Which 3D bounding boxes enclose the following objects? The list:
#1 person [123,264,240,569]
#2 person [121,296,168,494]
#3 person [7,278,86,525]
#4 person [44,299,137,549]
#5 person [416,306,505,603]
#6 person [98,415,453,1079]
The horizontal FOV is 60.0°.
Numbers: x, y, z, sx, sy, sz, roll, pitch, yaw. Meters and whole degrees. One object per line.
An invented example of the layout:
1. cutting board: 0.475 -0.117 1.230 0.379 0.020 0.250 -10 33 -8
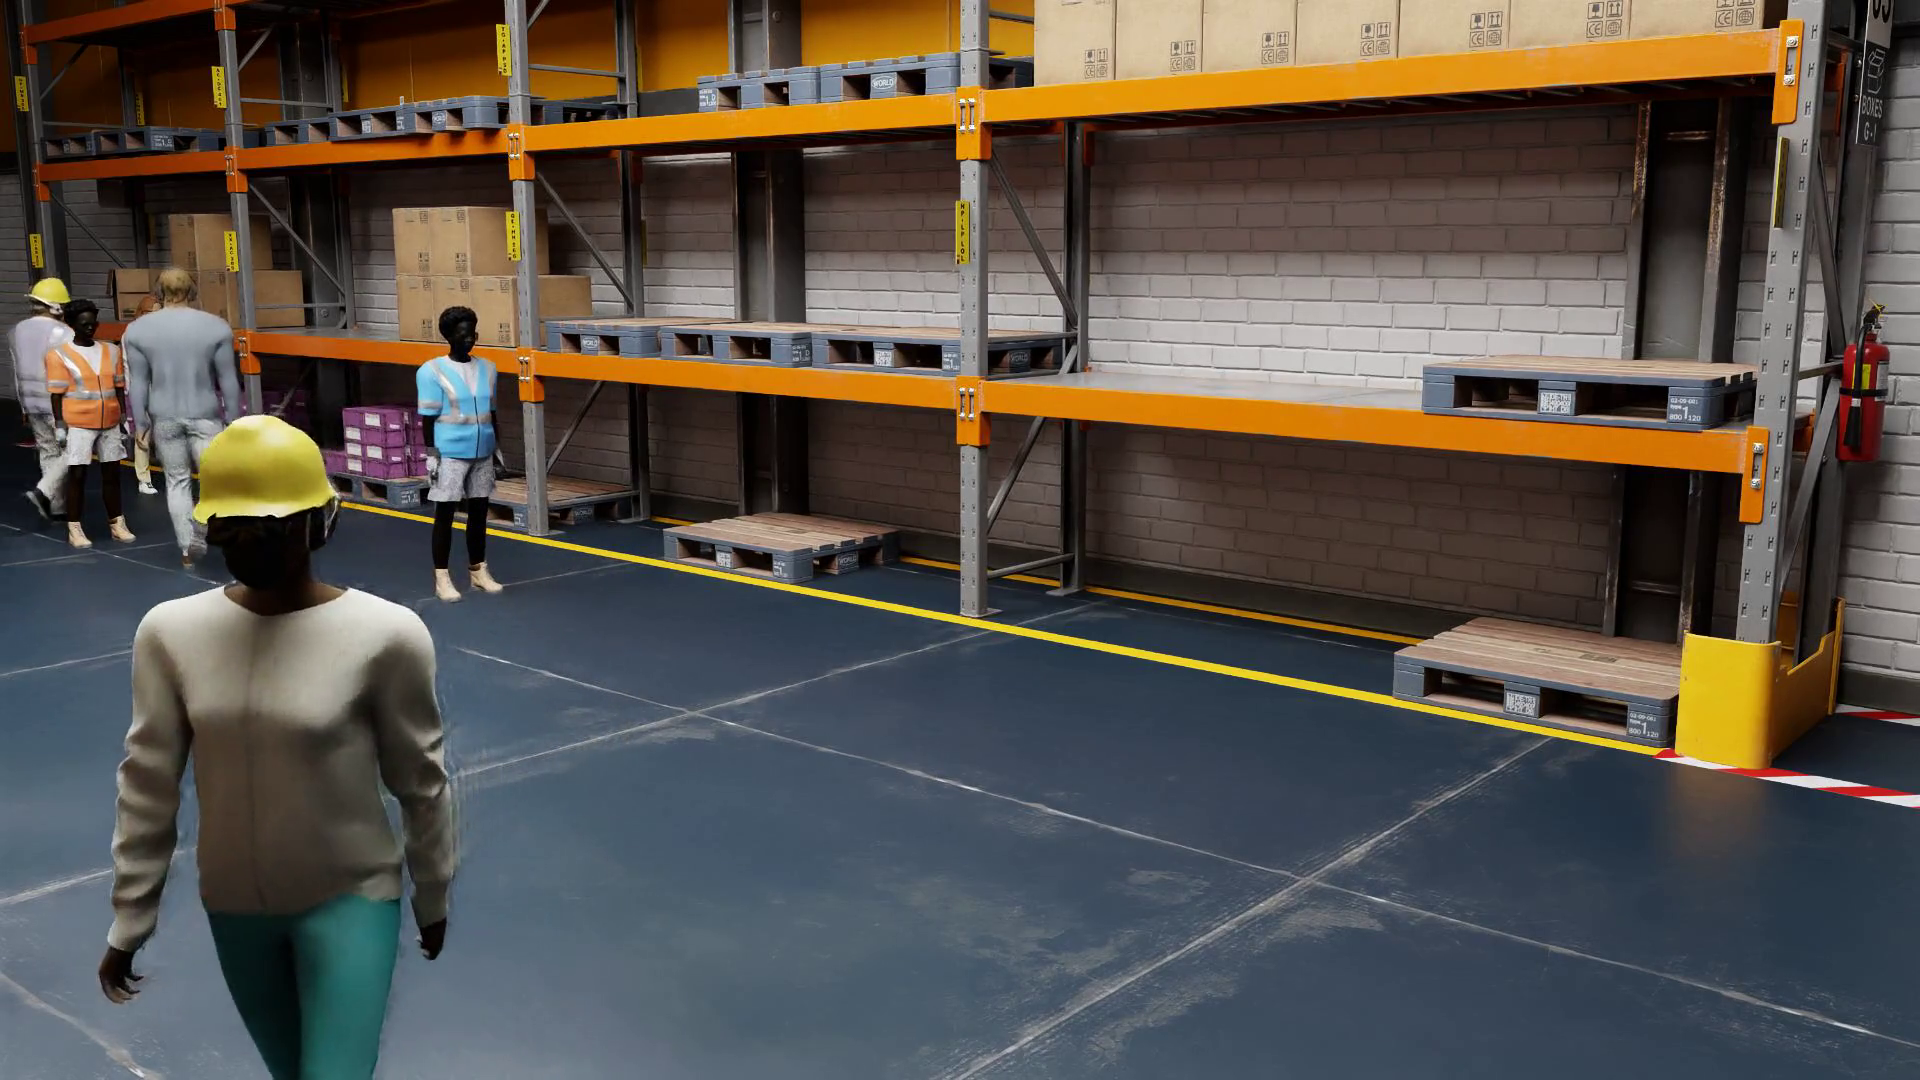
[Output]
1. person: -4.799 -0.736 10.300 0.638 1.923 0.718 -3 11 -19
2. person: -6.672 -1.199 13.789 0.277 1.629 0.496 7 12 34
3. person: -6.594 -0.976 11.995 0.596 1.811 0.562 2 10 14
4. person: -5.889 -0.783 11.261 0.320 1.687 0.533 6 12 31
5. person: -2.867 -0.498 9.593 0.317 1.695 0.540 8 13 37
6. person: -1.193 0.664 2.875 0.533 1.738 0.790 1 10 5
